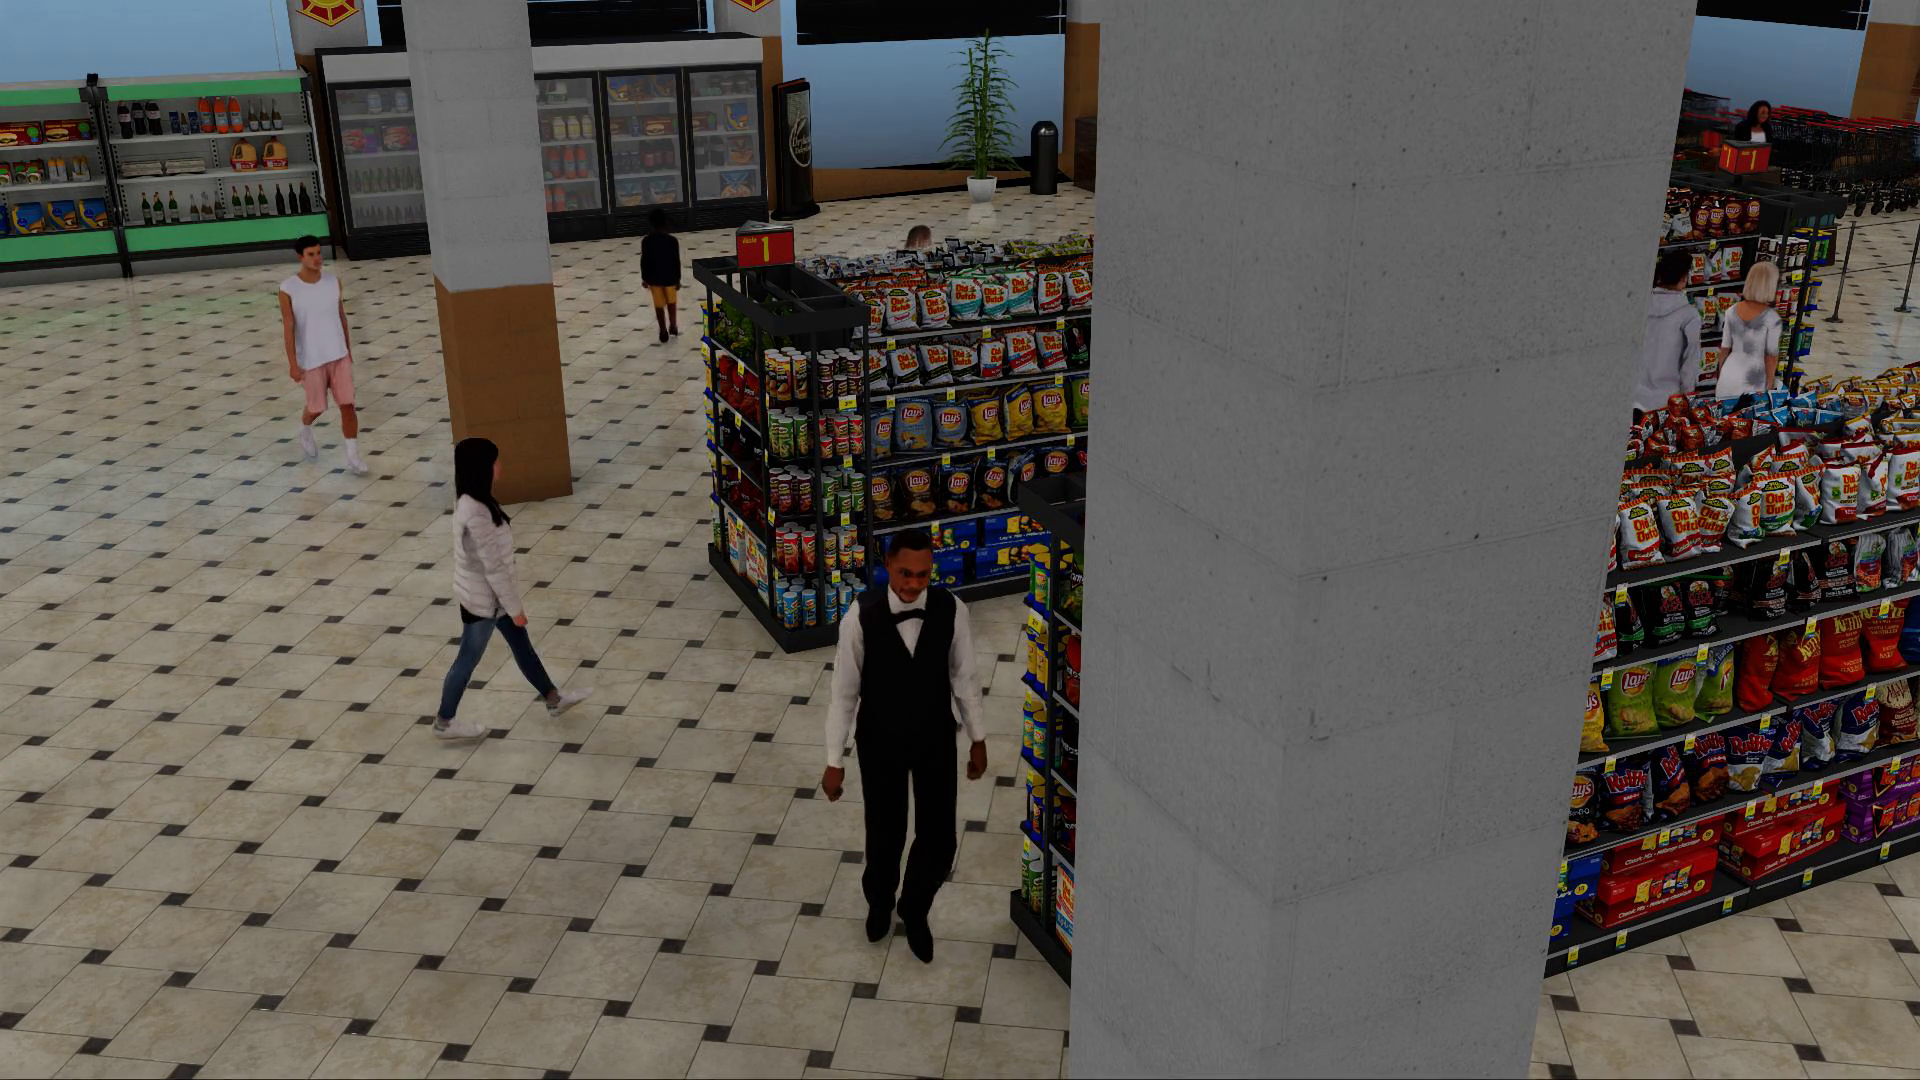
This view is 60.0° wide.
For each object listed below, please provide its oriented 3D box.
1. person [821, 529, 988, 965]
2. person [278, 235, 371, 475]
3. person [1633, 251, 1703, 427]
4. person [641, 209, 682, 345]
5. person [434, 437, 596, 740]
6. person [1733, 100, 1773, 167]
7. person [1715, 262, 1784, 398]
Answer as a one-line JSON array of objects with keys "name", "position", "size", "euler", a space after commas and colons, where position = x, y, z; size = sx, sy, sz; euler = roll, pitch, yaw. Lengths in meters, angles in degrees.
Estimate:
[{"name": "person", "position": [-0.214, 0.785, 6.742], "size": [0.876, 1.885, 1.017], "euler": [-1, 22, -2]}, {"name": "person", "position": [-4.734, -1.366, 12.258], "size": [1.081, 1.763, 0.914], "euler": [-19, 28, -39]}, {"name": "person", "position": [4.544, -0.937, 10.986], "size": [0.785, 1.916, 0.798], "euler": [-17, 28, -36]}, {"name": "person", "position": [-2.809, -2.469, 15.676], "size": [0.487, 1.263, 0.596], "euler": [-7, 23, -16]}, {"name": "person", "position": [-2.458, 0.295, 8.354], "size": [1.072, 1.592, 0.698], "euler": [-8, 23, -19]}, {"name": "person", "position": [9.710, -4.634, 20.619], "size": [0.892, 1.593, 0.861], "euler": [-4, 22, -9]}, {"name": "person", "position": [5.427, -1.063, 11.520], "size": [0.568, 1.751, 0.606], "euler": [-15, 26, -33]}]
